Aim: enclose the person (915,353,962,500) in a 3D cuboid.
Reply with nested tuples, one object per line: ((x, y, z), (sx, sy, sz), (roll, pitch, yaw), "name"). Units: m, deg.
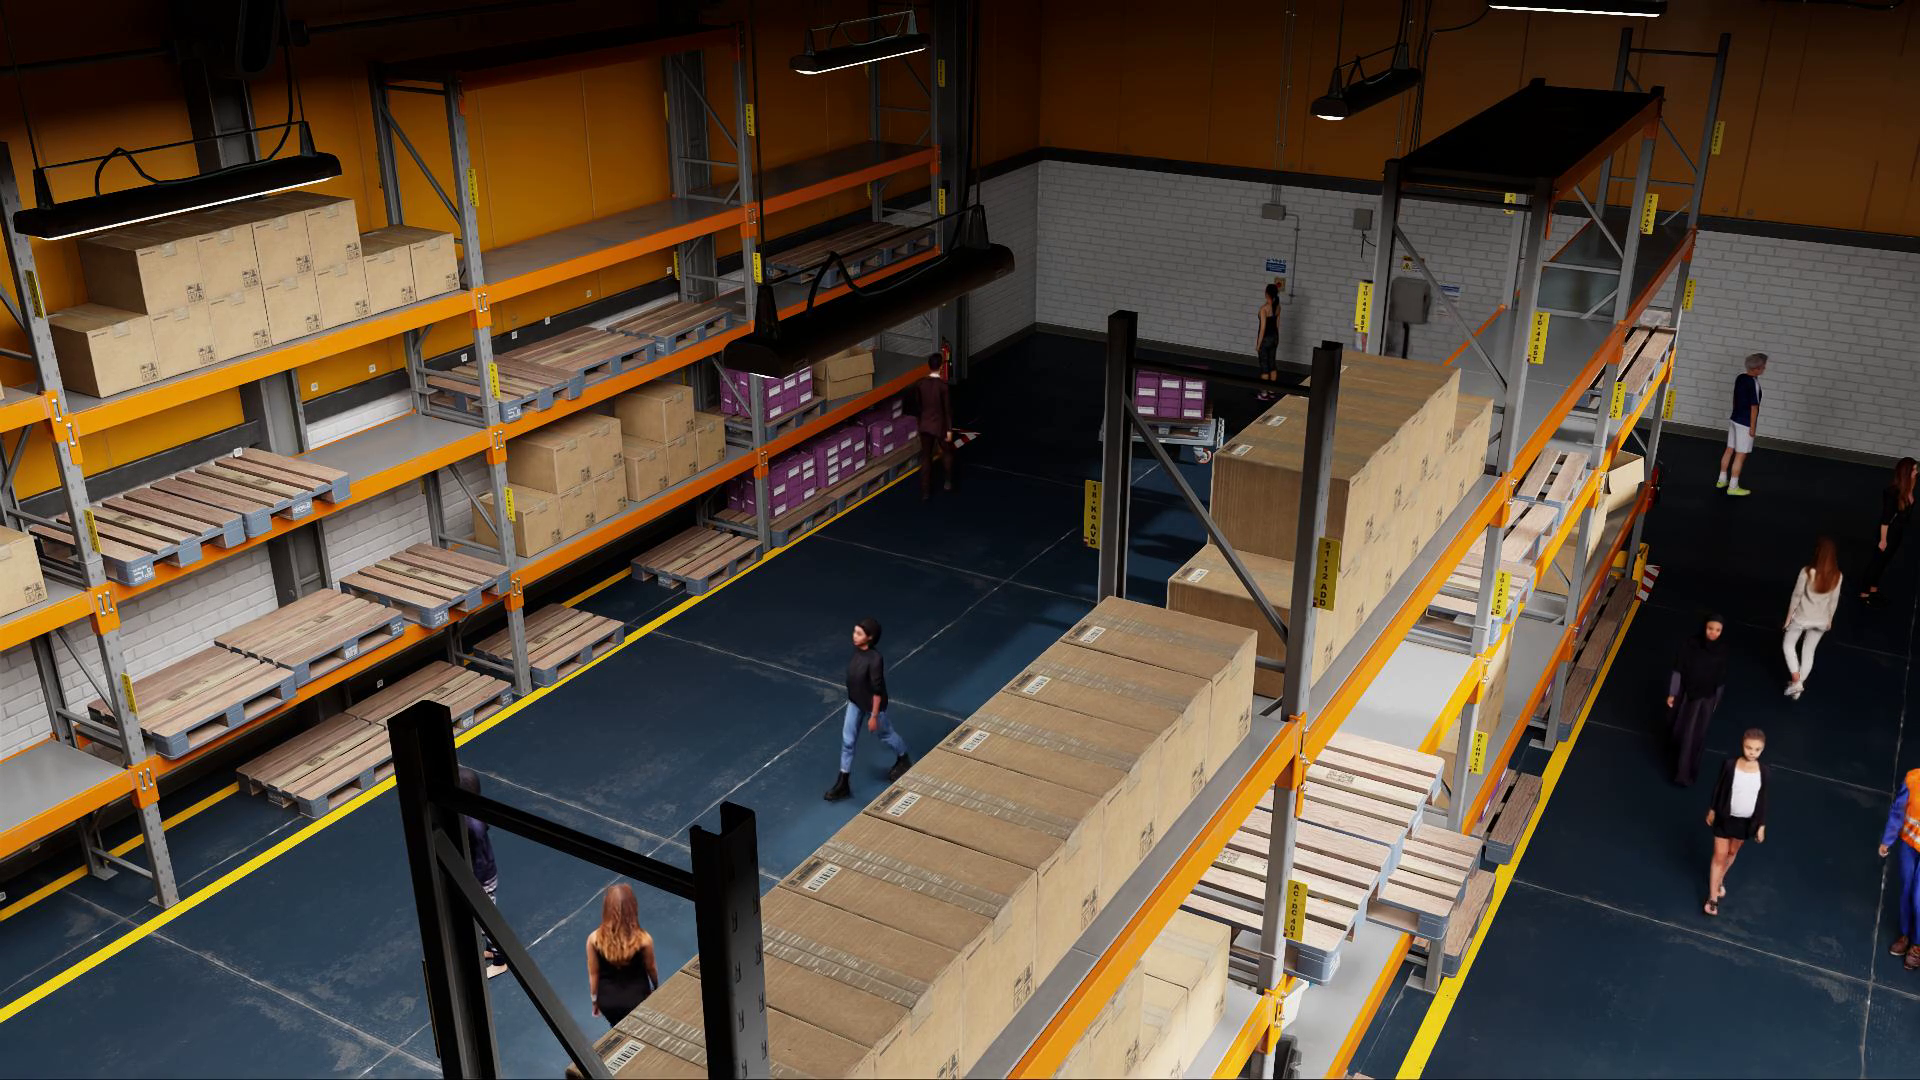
((-0.357, -1.383, 20.763), (0.743, 1.841, 0.956), (11, 26, 23), "person")

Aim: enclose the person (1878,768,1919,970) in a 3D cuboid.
((7.222, 2.281, 12.382), (0.840, 1.840, 0.835), (-16, 28, -32), "person")

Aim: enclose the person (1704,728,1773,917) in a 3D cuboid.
((6.110, 2.130, 13.103), (0.671, 1.539, 0.900), (8, 25, 17), "person")

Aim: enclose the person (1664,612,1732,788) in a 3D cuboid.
((6.539, 1.357, 14.806), (0.615, 1.592, 1.002), (11, 26, 24), "person")

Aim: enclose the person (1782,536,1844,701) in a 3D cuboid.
((8.172, 0.799, 15.948), (0.744, 1.700, 0.819), (3, 24, 7), "person")

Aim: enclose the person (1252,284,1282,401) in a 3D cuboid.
((4.527, -2.906, 24.387), (0.588, 1.729, 0.699), (-16, 28, -33), "person")

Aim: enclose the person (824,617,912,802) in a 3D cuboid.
((-0.718, 1.447, 14.524), (1.197, 1.653, 0.830), (-19, 30, -36), "person")

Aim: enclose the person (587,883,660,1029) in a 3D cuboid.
((-2.179, 3.064, 10.802), (0.926, 1.671, 1.171), (1, 24, 2), "person")

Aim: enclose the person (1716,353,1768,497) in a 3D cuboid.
((9.887, -1.483, 21.000), (0.786, 1.834, 0.689), (-2, 24, -4), "person")

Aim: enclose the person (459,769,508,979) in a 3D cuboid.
((-3.531, 2.424, 12.189), (0.697, 1.734, 0.683), (-11, 26, -24), "person")

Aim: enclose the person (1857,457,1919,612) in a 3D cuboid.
((10.049, -0.096, 17.980), (0.583, 1.712, 0.736), (-18, 30, -36), "person")
